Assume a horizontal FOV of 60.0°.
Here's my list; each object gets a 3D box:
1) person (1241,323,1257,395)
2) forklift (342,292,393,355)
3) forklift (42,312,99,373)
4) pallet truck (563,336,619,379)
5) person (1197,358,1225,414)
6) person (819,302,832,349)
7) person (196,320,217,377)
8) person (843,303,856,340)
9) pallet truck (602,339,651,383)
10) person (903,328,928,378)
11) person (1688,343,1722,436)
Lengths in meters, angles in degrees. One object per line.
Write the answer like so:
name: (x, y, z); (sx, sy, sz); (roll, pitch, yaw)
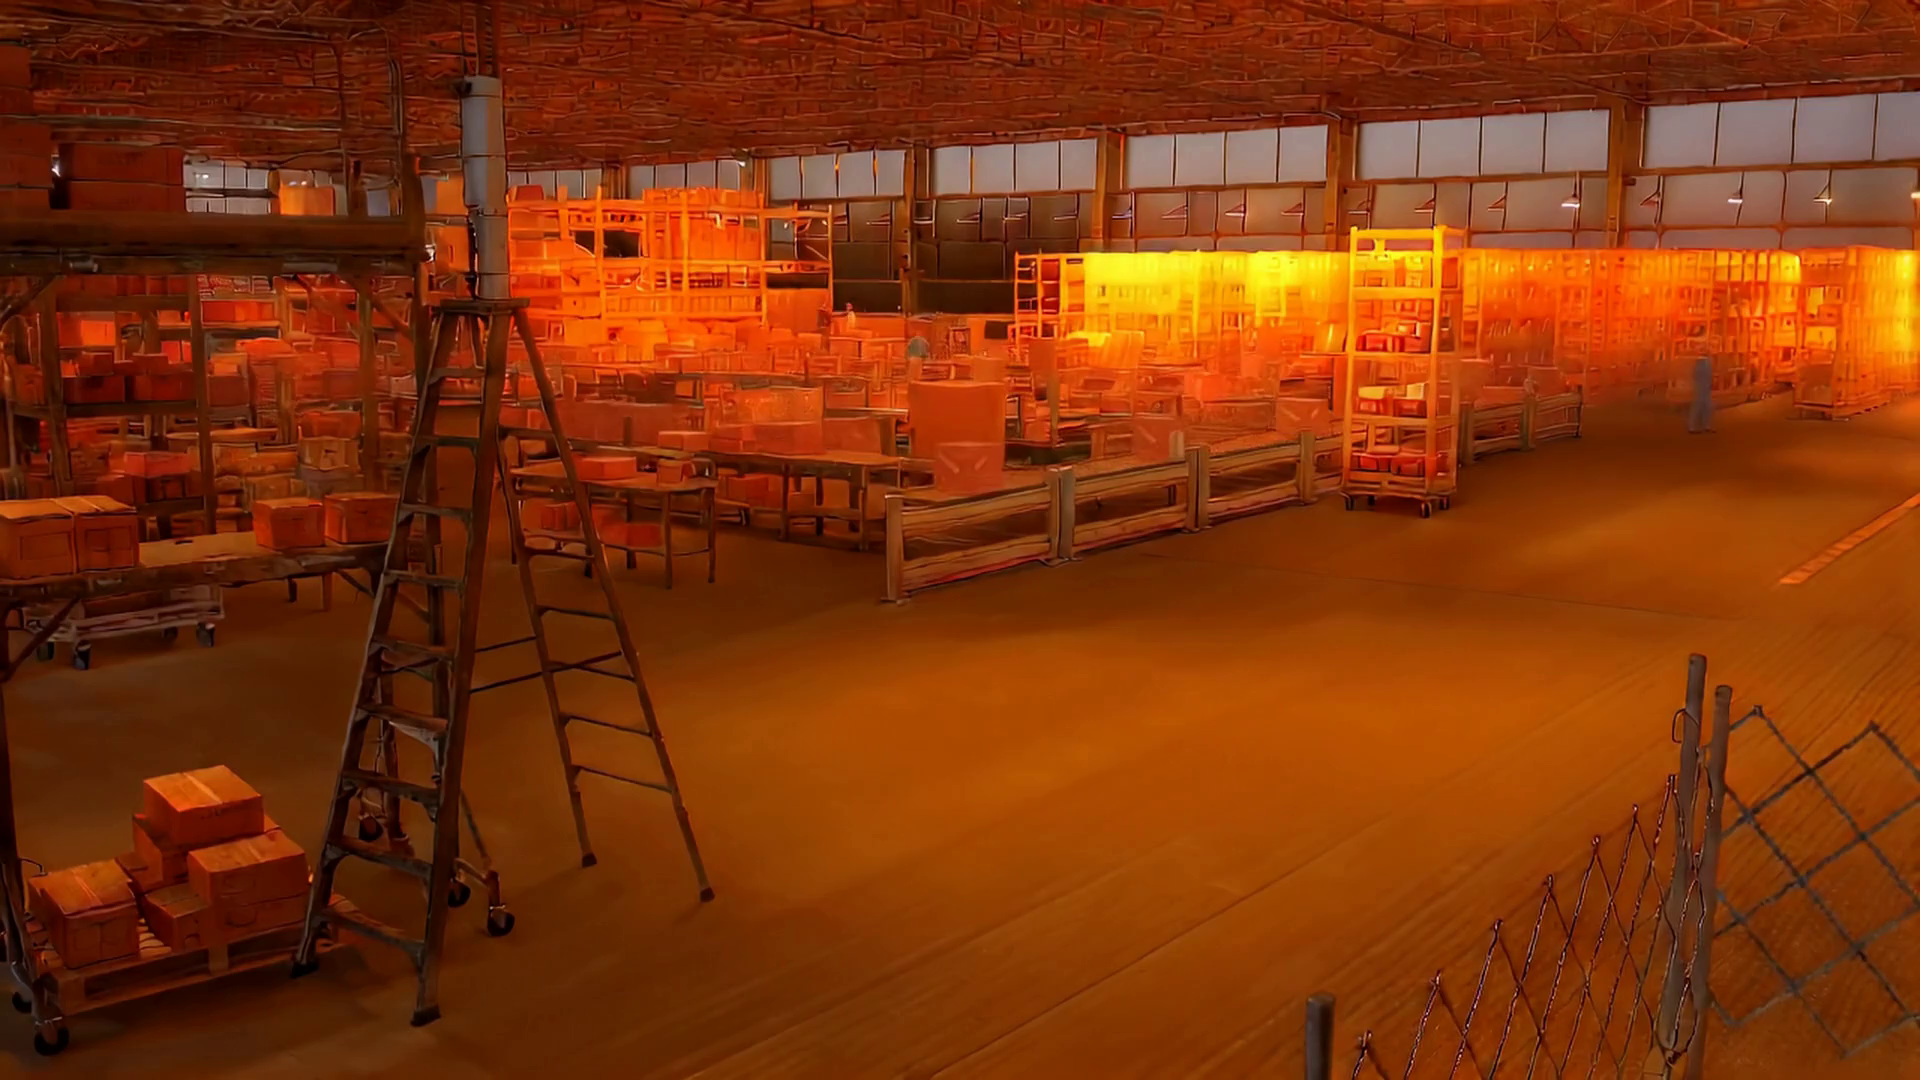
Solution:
person: (6.664, -4.022, 38.162); (0.405, 1.904, 0.665); (3, 9, 16)
forklift: (-16.485, -5.622, 45.120); (1.129, 2.768, 1.873); (7, 11, 37)
forklift: (-23.779, -5.451, 44.052); (1.873, 2.768, 1.129); (7, 11, 36)
pallet truck: (-10.690, -5.294, 48.215); (1.601, 1.201, 0.680); (-5, 10, -26)
person: (4.198, -2.228, 27.814); (0.507, 1.631, 0.266); (-2, 9, -15)
person: (-5.377, -8.579, 66.633); (0.615, 1.894, 0.994); (6, 11, 35)
person: (-18.376, -4.424, 40.691); (0.669, 1.894, 0.432); (8, 12, 42)
person: (-3.914, -7.086, 56.924); (0.824, 2.018, 0.637); (4, 10, 23)
pallet truck: (-8.991, -4.871, 45.351); (0.653, 1.274, 1.630); (7, 11, 37)
person: (-1.010, -3.997, 38.386); (0.623, 1.788, 0.520); (-5, 10, -27)
person: (13.967, -2.804, 31.055); (0.542, 1.734, 0.728); (-7, 12, -39)
